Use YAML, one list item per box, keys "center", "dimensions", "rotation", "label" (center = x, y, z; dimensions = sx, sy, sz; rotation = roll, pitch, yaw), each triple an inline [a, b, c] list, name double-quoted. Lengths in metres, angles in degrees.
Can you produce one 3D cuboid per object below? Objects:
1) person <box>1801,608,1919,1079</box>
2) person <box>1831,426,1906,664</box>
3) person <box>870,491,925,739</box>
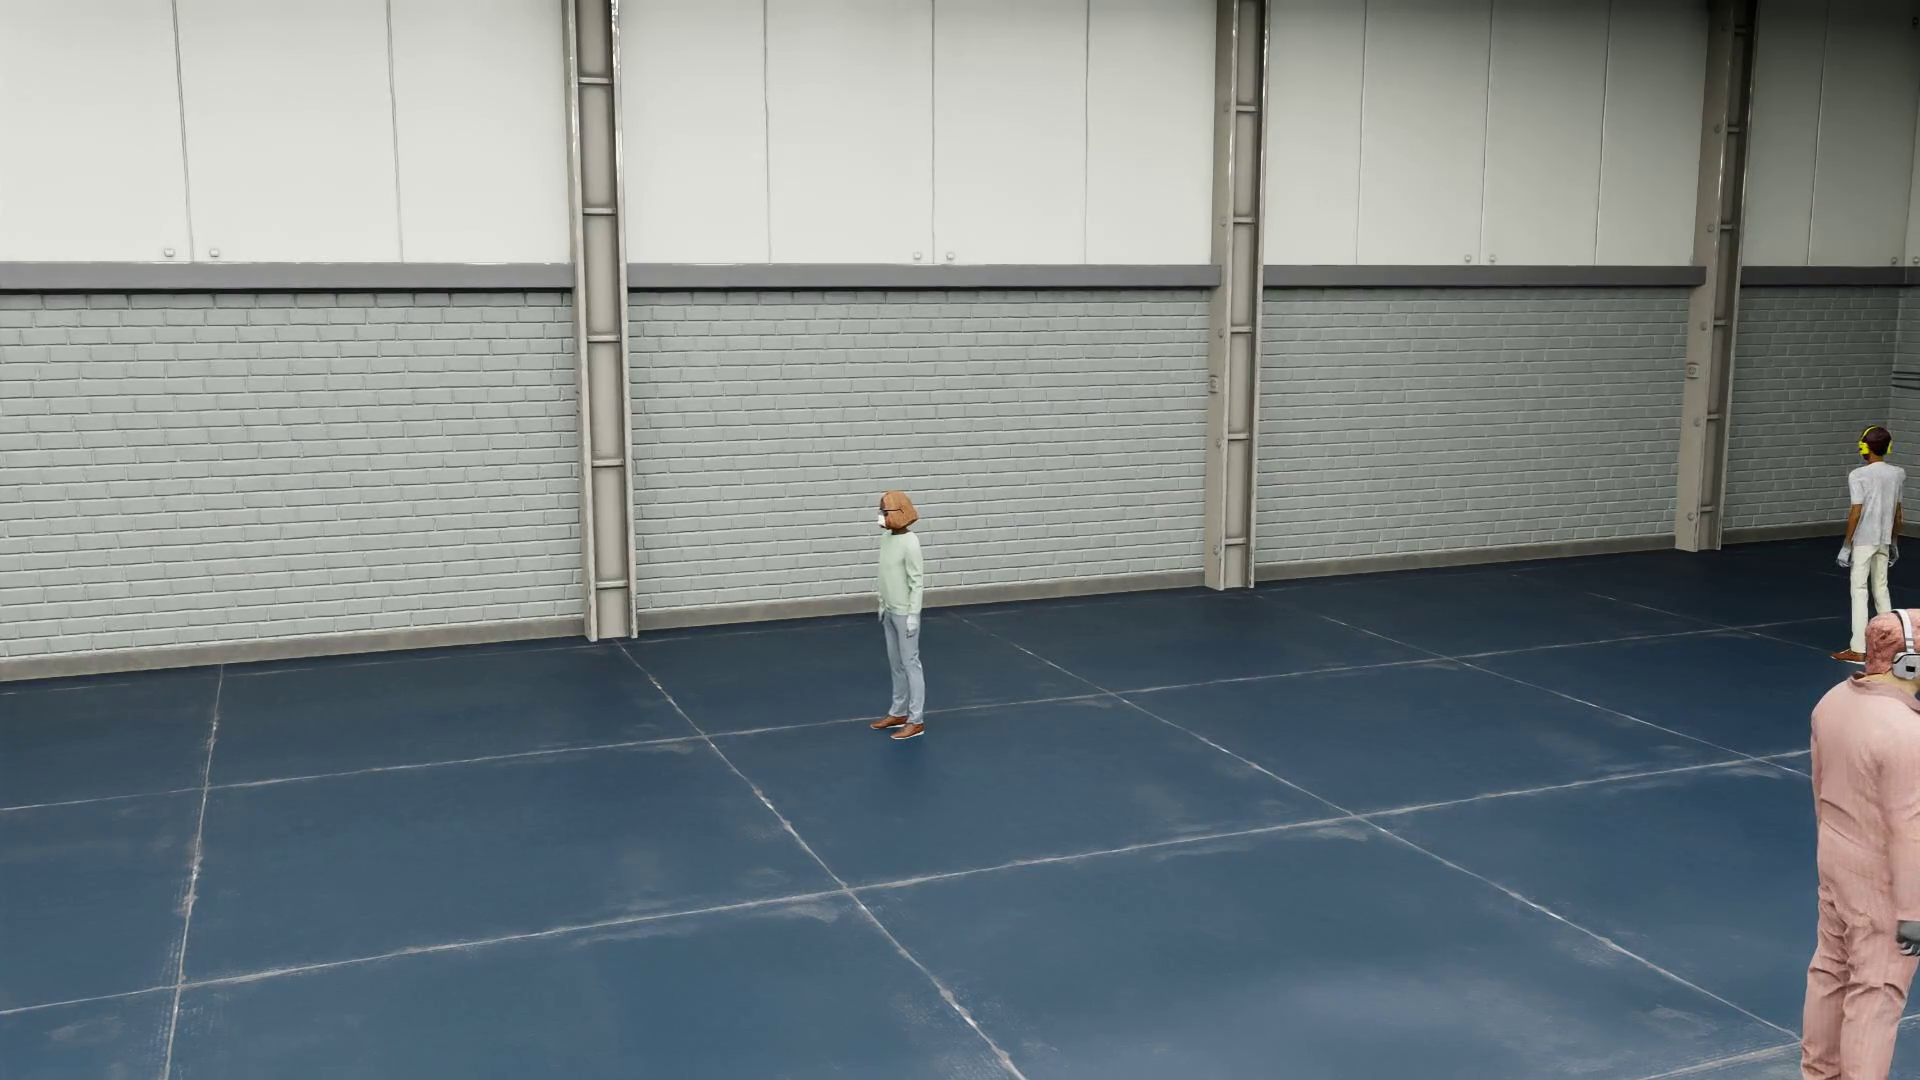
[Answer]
- center: [3.188, 1.176, 5.746]
  dimensions: [0.406, 1.911, 0.638]
  rotation: [1, 9, 4]
  label: "person"
- center: [7.110, 0.042, 13.006]
  dimensions: [0.530, 1.864, 0.313]
  rotation: [-2, 9, -14]
  label: "person"
- center: [-0.401, 0.487, 10.935]
  dimensions: [0.279, 1.632, 0.502]
  rotation: [-5, 10, -26]
  label: "person"
